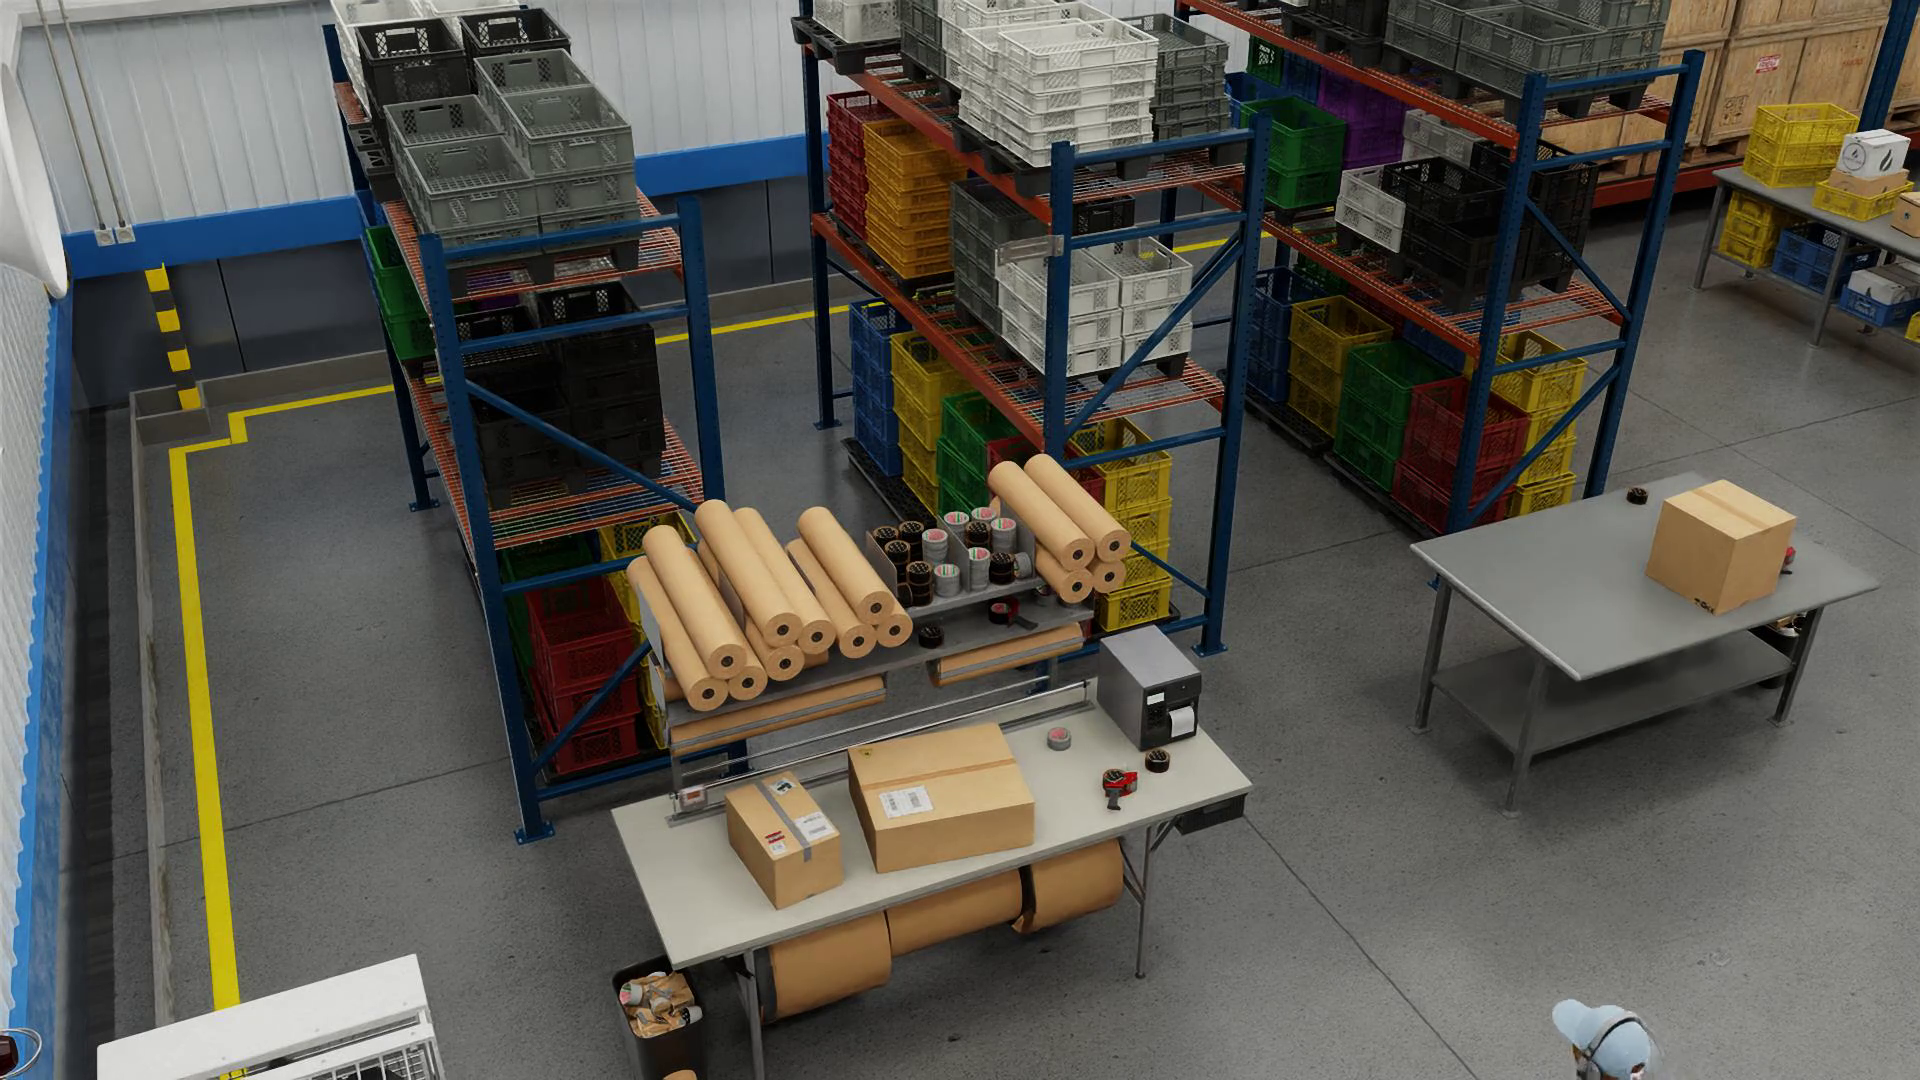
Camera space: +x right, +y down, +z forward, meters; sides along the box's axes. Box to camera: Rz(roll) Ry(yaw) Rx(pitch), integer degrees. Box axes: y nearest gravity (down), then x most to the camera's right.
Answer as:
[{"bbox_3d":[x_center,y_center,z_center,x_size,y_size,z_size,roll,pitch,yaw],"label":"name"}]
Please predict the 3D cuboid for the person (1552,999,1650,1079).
[{"bbox_3d":[1.790,2.062,5.144,0.612,1.817,0.850,-13,34,-20],"label":"person"}]
